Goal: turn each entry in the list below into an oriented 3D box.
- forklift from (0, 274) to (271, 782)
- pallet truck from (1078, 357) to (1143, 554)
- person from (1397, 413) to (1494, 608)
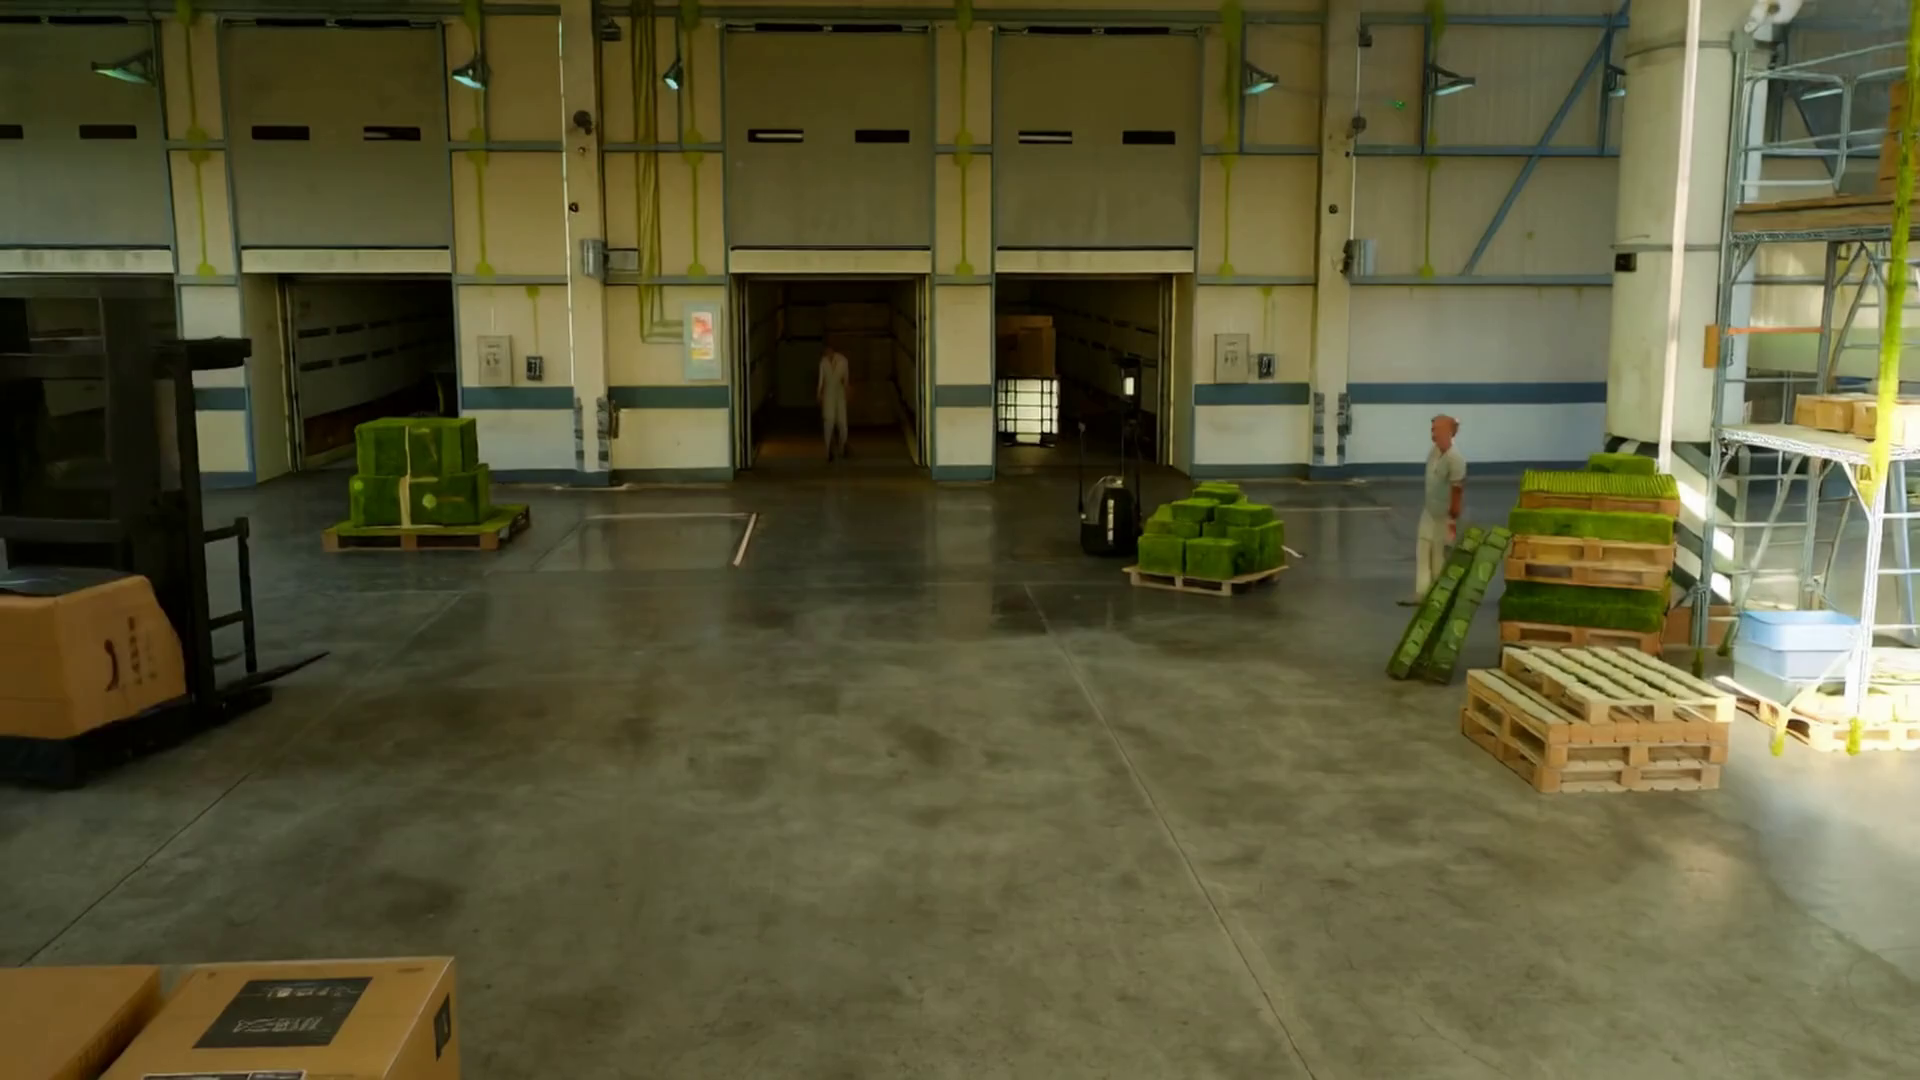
[{"bbox_3d":[-5.187,-0.167,9.797,1.129,2.768,1.873,1,9,9],"label":"forklift"},{"bbox_3d":[2.088,-0.836,16.757,1.885,1.965,0.823,2,9,13],"label":"pallet truck"},{"bbox_3d":[4.147,-0.245,14.076,0.793,1.665,0.532,-2,9,-13],"label":"person"}]
